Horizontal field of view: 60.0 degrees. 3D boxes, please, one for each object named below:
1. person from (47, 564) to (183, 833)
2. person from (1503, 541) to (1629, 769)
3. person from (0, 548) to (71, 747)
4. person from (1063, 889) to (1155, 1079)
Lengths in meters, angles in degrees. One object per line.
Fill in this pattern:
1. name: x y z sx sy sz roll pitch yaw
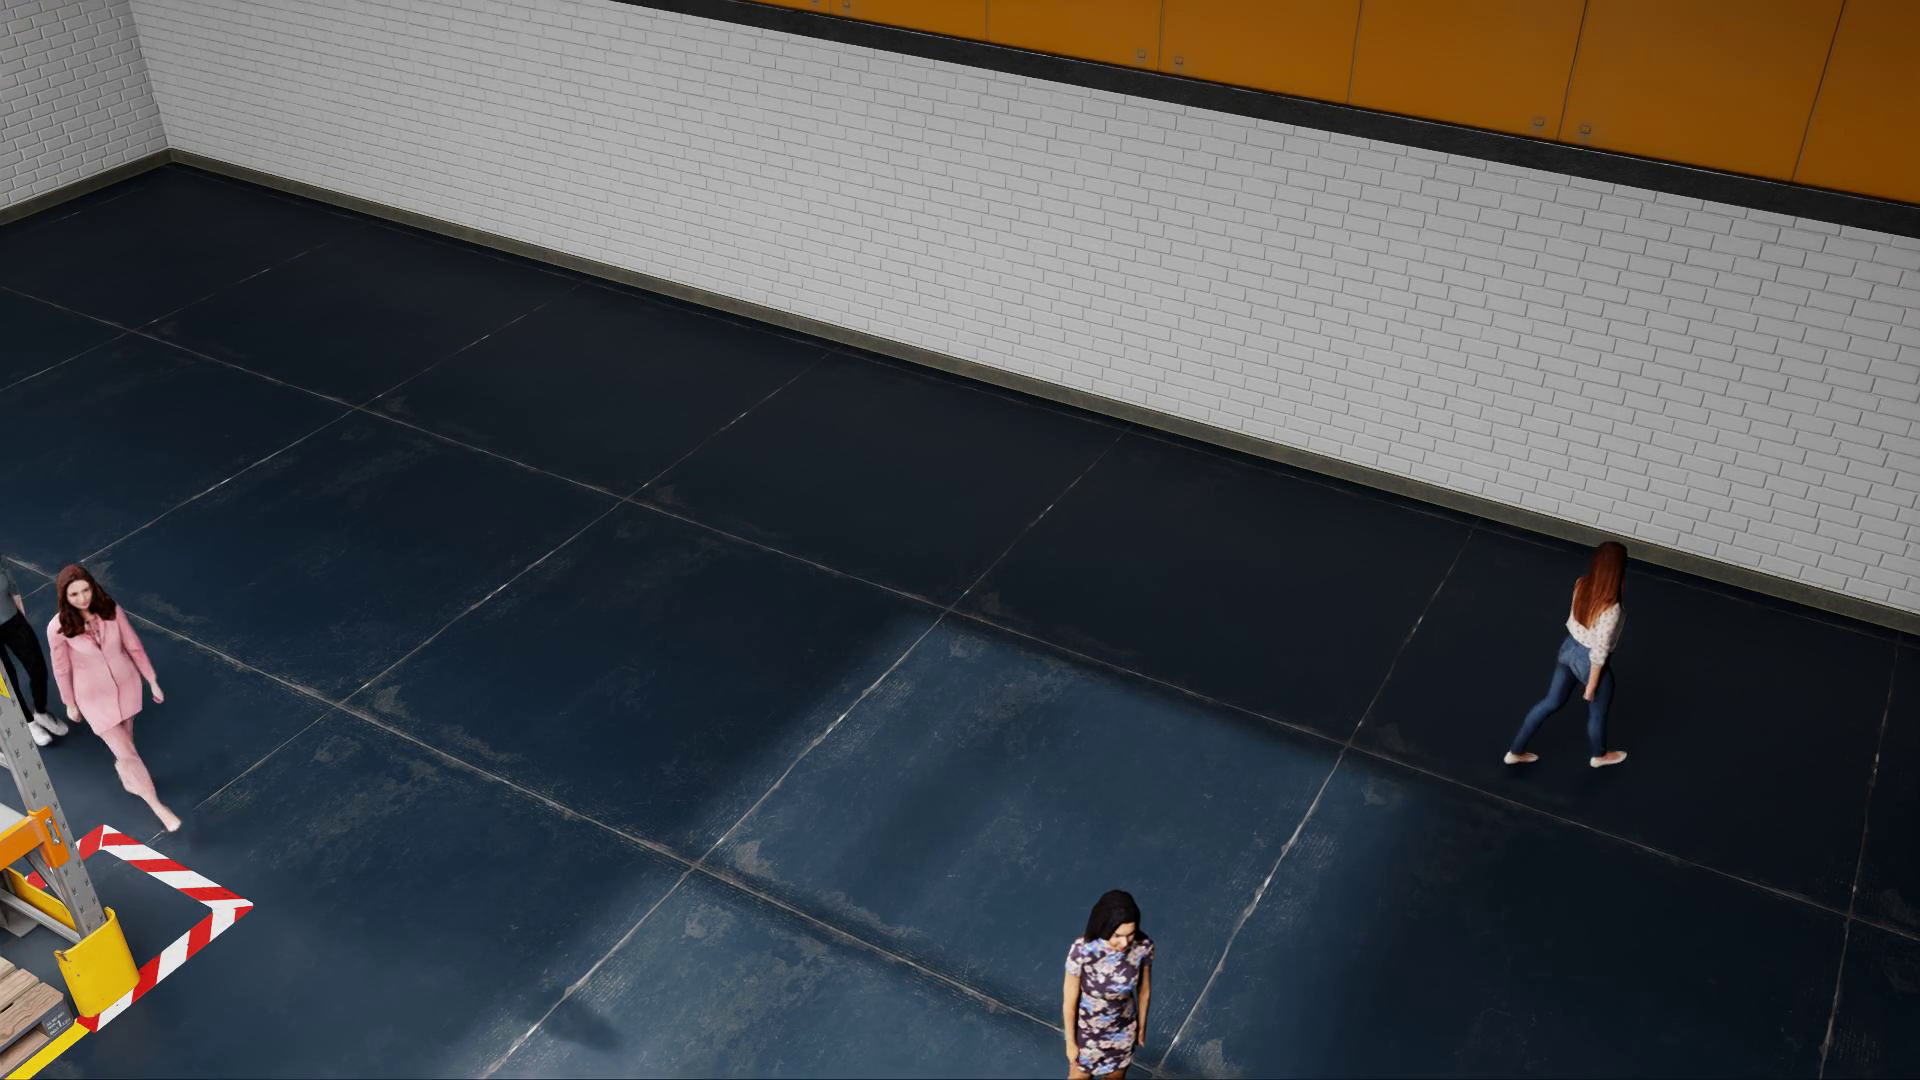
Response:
1. person: -5.085 0.885 9.895 0.854 1.757 1.107 26 42 34
2. person: 3.730 0.754 10.147 1.088 1.695 1.016 -9 35 -13
3. person: -6.061 0.566 10.398 0.662 1.729 0.551 22 40 30
4. person: 0.669 2.279 7.819 0.656 1.732 0.713 -8 34 -12
